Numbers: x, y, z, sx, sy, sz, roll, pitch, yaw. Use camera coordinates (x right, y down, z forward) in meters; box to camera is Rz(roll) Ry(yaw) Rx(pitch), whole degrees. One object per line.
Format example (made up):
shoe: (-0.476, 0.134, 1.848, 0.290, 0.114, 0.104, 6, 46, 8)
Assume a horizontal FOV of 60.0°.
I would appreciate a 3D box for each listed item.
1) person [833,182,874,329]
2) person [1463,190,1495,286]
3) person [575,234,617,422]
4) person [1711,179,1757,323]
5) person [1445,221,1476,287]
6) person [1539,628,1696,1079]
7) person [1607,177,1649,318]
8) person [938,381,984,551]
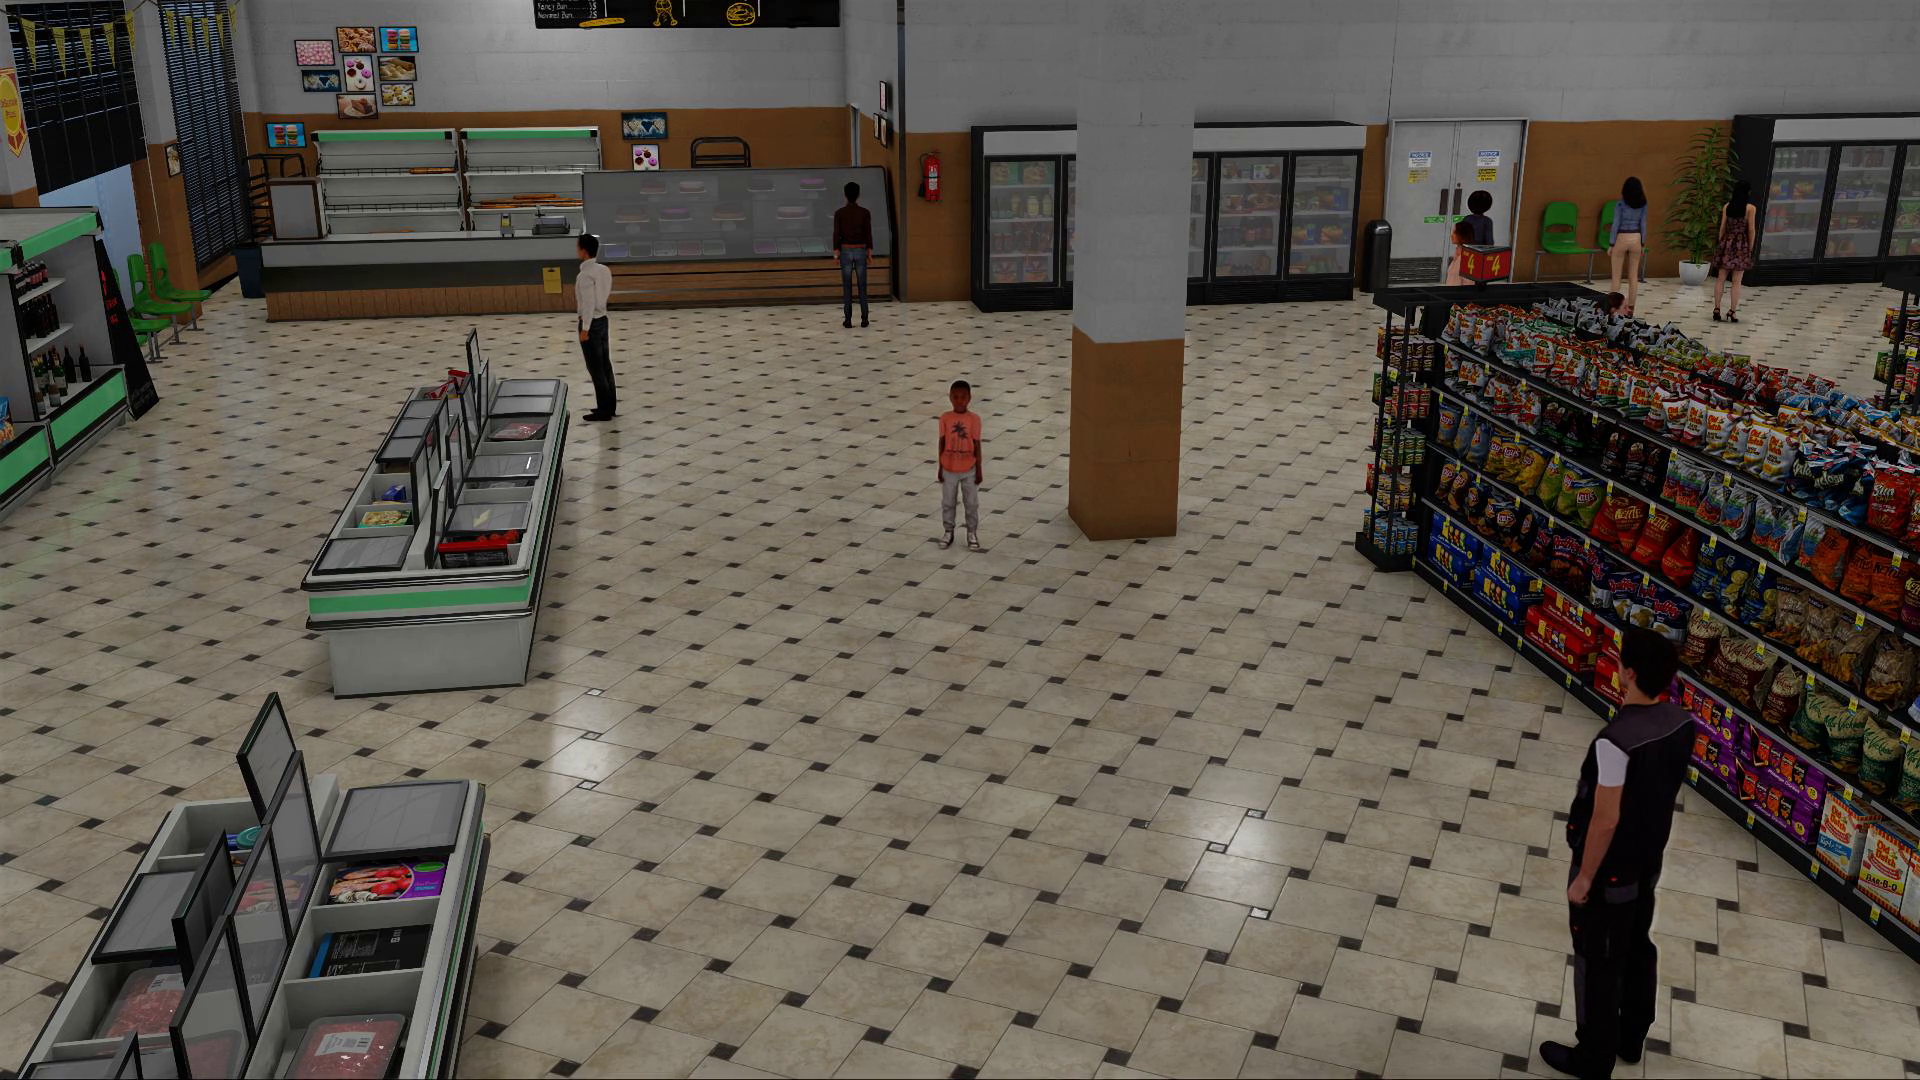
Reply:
person: (-1.311, -3.517, 20.528, 0.646, 1.782, 0.519, -2, 19, -7)
person: (6.276, -3.397, 20.285, 0.636, 1.710, 0.729, 17, 25, 42)
person: (-3.553, -2.069, 16.190, 0.795, 1.810, 0.612, 3, 19, 9)
person: (9.720, -3.629, 20.875, 0.860, 1.774, 0.784, -18, 25, -42)
person: (5.148, -2.392, 17.177, 0.689, 1.791, 0.511, 0, 19, 0)
person: (2.545, 1.217, 6.385, 0.745, 1.848, 0.733, -13, 22, -33)
person: (8.489, -3.727, 21.167, 0.656, 1.773, 0.643, 2, 19, 6)
person: (-0.001, -0.566, 12.524, 0.550, 1.304, 0.569, 4, 19, 12)
